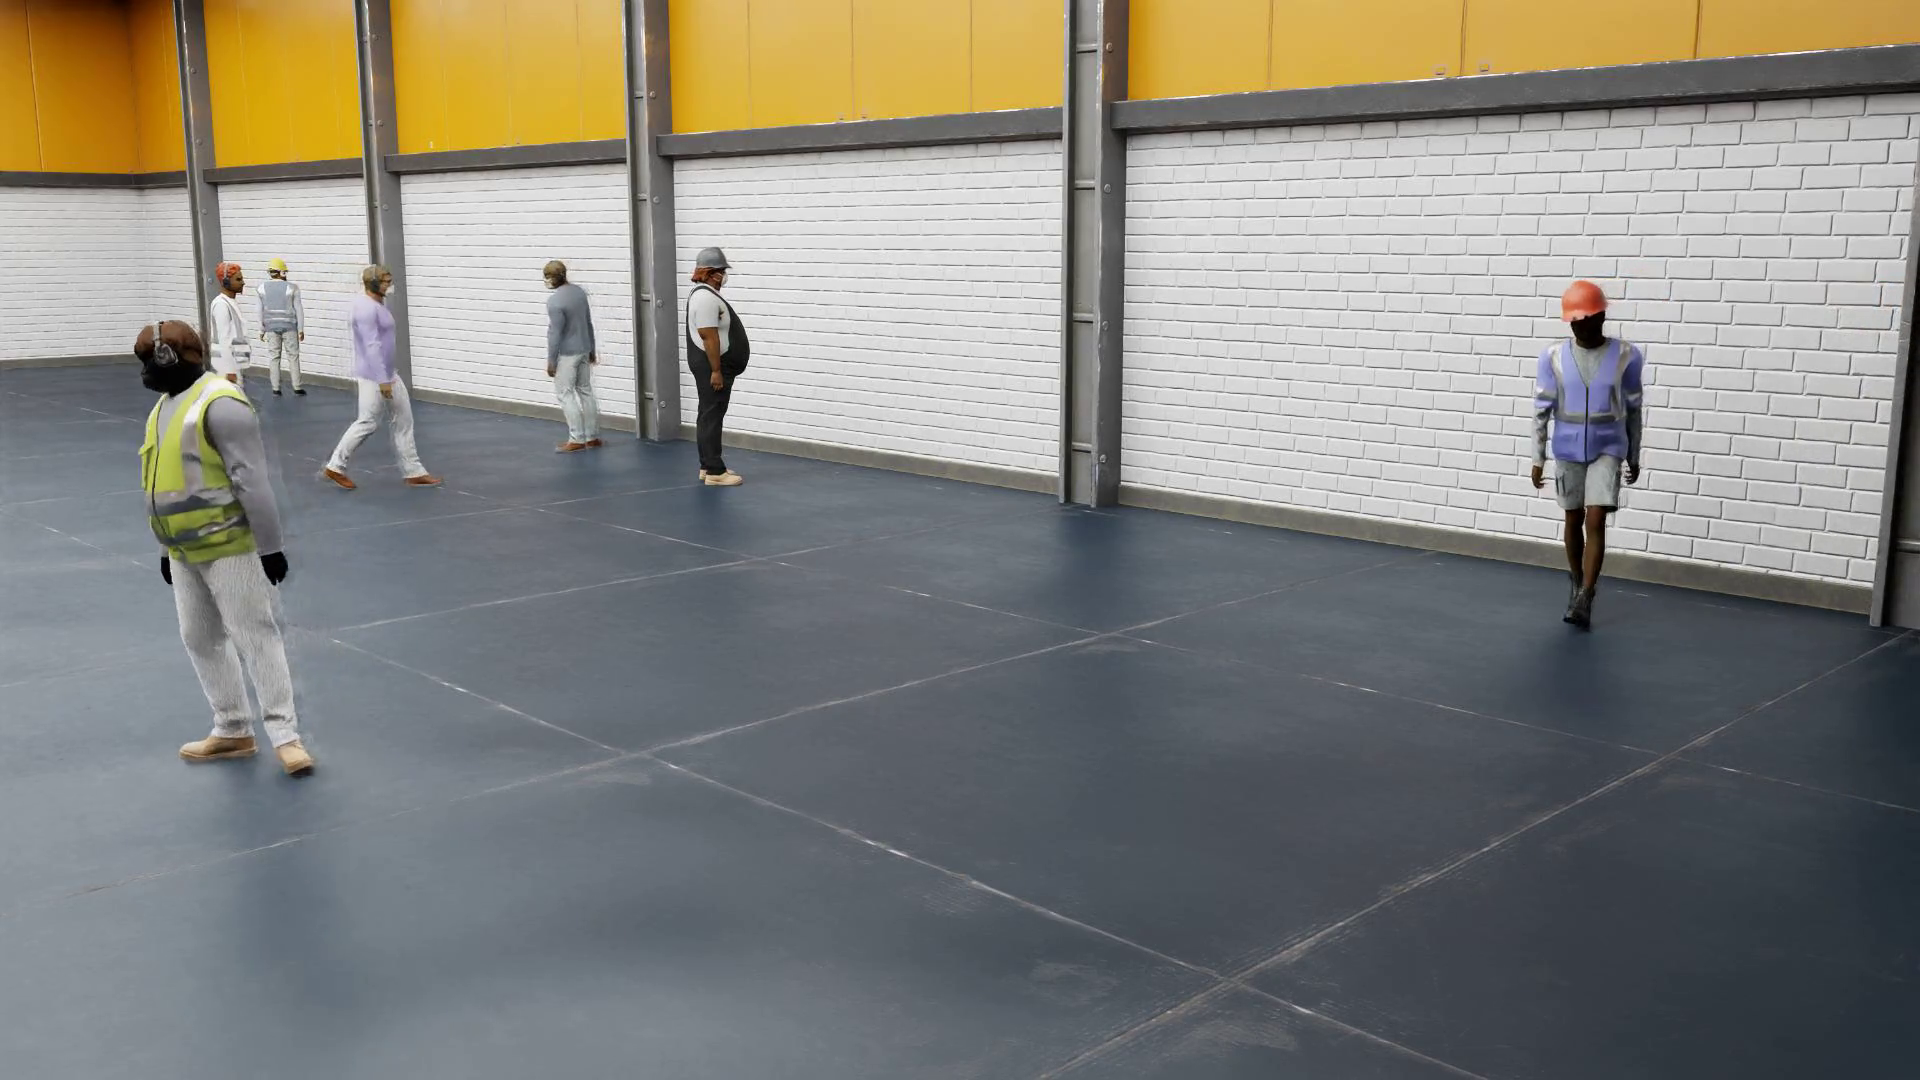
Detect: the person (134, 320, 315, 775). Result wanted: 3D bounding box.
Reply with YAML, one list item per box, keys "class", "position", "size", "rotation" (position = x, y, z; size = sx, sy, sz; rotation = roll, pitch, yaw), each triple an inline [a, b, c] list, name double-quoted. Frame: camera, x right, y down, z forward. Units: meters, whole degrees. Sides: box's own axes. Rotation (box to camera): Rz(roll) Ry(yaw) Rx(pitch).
- class: "person"
  position: [-2.932, 0.041, 6.589]
  size: [0.775, 1.805, 0.437]
  rotation: [8, 13, 36]

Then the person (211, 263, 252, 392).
- class: "person"
  position: [-6.626, -1.574, 15.156]
  size: [0.346, 1.882, 0.578]
  rotation: [-3, 11, -16]

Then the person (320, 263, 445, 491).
- class: "person"
  position: [-4.893, -1.355, 13.912]
  size: [0.941, 1.908, 0.639]
  rotation: [0, 10, -2]

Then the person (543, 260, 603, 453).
- class: "person"
  position: [-3.814, -1.812, 16.447]
  size: [0.358, 1.904, 0.781]
  rotation: [3, 11, 17]

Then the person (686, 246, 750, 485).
- class: "person"
  position: [-2.081, -1.503, 14.340]
  size: [0.537, 2.000, 0.680]
  rotation: [-3, 11, -14]

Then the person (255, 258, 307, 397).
- class: "person"
  position: [-8.979, -2.804, 22.018]
  size: [0.590, 1.827, 0.404]
  rotation: [-1, 10, -8]

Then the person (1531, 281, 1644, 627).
- class: "person"
  position: [3.436, -0.474, 9.149]
  size: [0.562, 1.878, 0.982]
  rotation: [5, 12, 27]
